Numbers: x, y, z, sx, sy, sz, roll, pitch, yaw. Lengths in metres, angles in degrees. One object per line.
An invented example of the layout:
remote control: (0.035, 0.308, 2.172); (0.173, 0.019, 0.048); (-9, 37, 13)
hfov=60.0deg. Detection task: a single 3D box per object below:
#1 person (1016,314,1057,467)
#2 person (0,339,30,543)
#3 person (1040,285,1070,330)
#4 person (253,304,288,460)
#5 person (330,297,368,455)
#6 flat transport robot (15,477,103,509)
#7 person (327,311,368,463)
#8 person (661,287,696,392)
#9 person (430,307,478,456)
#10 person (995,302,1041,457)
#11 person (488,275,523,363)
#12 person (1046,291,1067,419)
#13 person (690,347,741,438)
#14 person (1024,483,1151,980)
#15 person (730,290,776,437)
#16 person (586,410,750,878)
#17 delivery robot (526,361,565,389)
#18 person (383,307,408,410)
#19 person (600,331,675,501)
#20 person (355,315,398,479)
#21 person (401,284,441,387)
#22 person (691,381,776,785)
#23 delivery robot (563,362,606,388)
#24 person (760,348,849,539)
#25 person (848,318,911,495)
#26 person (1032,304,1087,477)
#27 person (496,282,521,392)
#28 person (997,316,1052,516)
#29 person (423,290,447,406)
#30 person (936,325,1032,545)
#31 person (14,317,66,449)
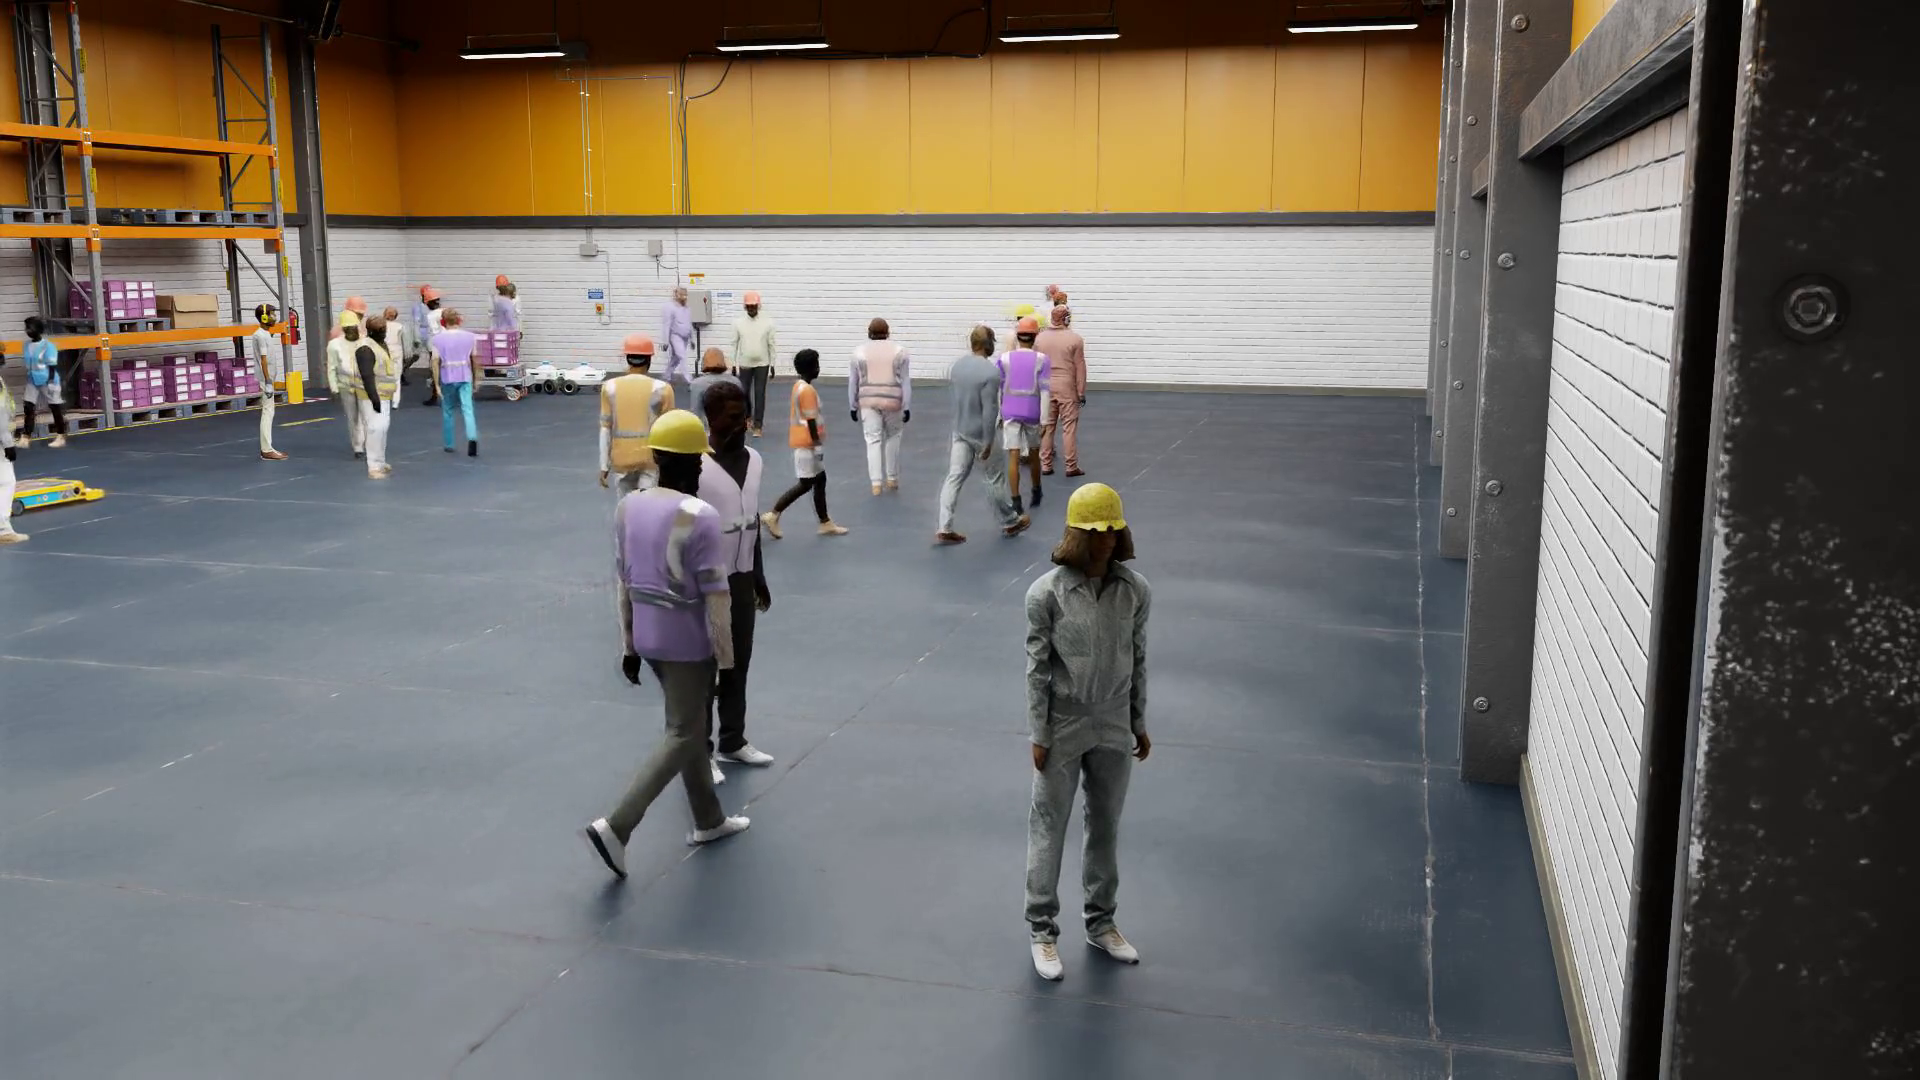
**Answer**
person: (0.900, -1.765, 19.511); (0.579, 1.779, 0.977); (9, 13, 40)
person: (-8.325, -0.840, 14.226); (0.478, 1.811, 0.672); (-9, 13, -42)
person: (1.581, -3.374, 28.307); (0.697, 1.891, 0.407); (-8, 13, -37)
person: (-8.311, -1.899, 19.997); (0.312, 1.865, 0.537); (-4, 11, -23)
person: (-7.395, -2.020, 20.512); (0.603, 1.923, 1.063); (-7, 12, -36)
flat transport robot: (-9.147, -0.423, 16.152); (0.652, 0.197, 1.431); (3, 10, 17)
person: (-7.133, -1.791, 19.612); (0.611, 1.787, 0.883); (-3, 11, -18)
person: (-4.939, -3.519, 29.250); (1.013, 1.851, 0.647); (4, 11, 22)
person: (-6.171, -1.940, 20.392); (0.573, 1.814, 0.867); (-5, 11, -26)
person: (0.616, -1.934, 20.151); (0.839, 1.894, 0.602); (6, 12, 30)
person: (-8.496, -3.939, 31.106); (0.615, 2.028, 0.409); (-2, 10, -12)
person: (1.446, -2.757, 24.802); (0.354, 1.886, 0.572); (2, 10, 13)
person: (-2.276, -1.006, 15.656); (0.504, 1.619, 0.551); (-5, 11, -26)
person: (0.459, 0.661, 5.847); (0.486, 1.744, 0.310); (-4, 11, -23)
person: (-2.787, -2.386, 22.450); (0.618, 1.978, 0.541); (-1, 10, -4)
person: (-1.208, 0.415, 6.827); (0.595, 1.897, 0.852); (8, 13, 40)
delivery robot: (-7.191, -2.864, 28.909); (0.707, 0.478, 0.477); (4, 11, 24)
person: (-8.967, -2.862, 26.187); (0.535, 1.592, 0.849); (-5, 11, -26)
person: (-2.373, -0.595, 12.454); (0.580, 1.917, 0.607); (1, 10, 5)
person: (-6.432, -1.589, 18.452); (0.434, 1.808, 0.785); (0, 10, -1)
person: (-9.899, -3.734, 30.380); (0.929, 1.884, 0.578); (4, 11, 20)
person: (-1.159, 0.196, 8.030); (0.386, 1.915, 0.620); (6, 12, 31)
delivery robot: (-6.479, -2.828, 28.703); (0.707, 0.478, 0.477); (-1, 10, -4)
person: (-1.370, -0.835, 14.496); (0.744, 1.676, 0.539); (-1, 10, -7)
person: (-0.832, -1.400, 17.318); (0.647, 1.806, 0.896); (0, 10, -1)
person: (1.123, -1.659, 18.524); (0.636, 1.911, 0.404); (5, 11, 26)
person: (-7.950, -3.563, 29.274); (0.480, 1.913, 0.655); (-6, 11, -29)
person: (0.622, -1.215, 16.088); (0.553, 1.879, 1.002); (1, 10, 7)
person: (-8.158, -3.025, 26.380); (0.998, 1.877, 0.564); (5, 11, 24)
person: (0.184, -0.909, 14.357); (1.040, 1.882, 0.628); (-9, 14, -43)
person: (-11.597, -1.952, 20.837); (0.558, 1.660, 0.794); (3, 10, 16)
